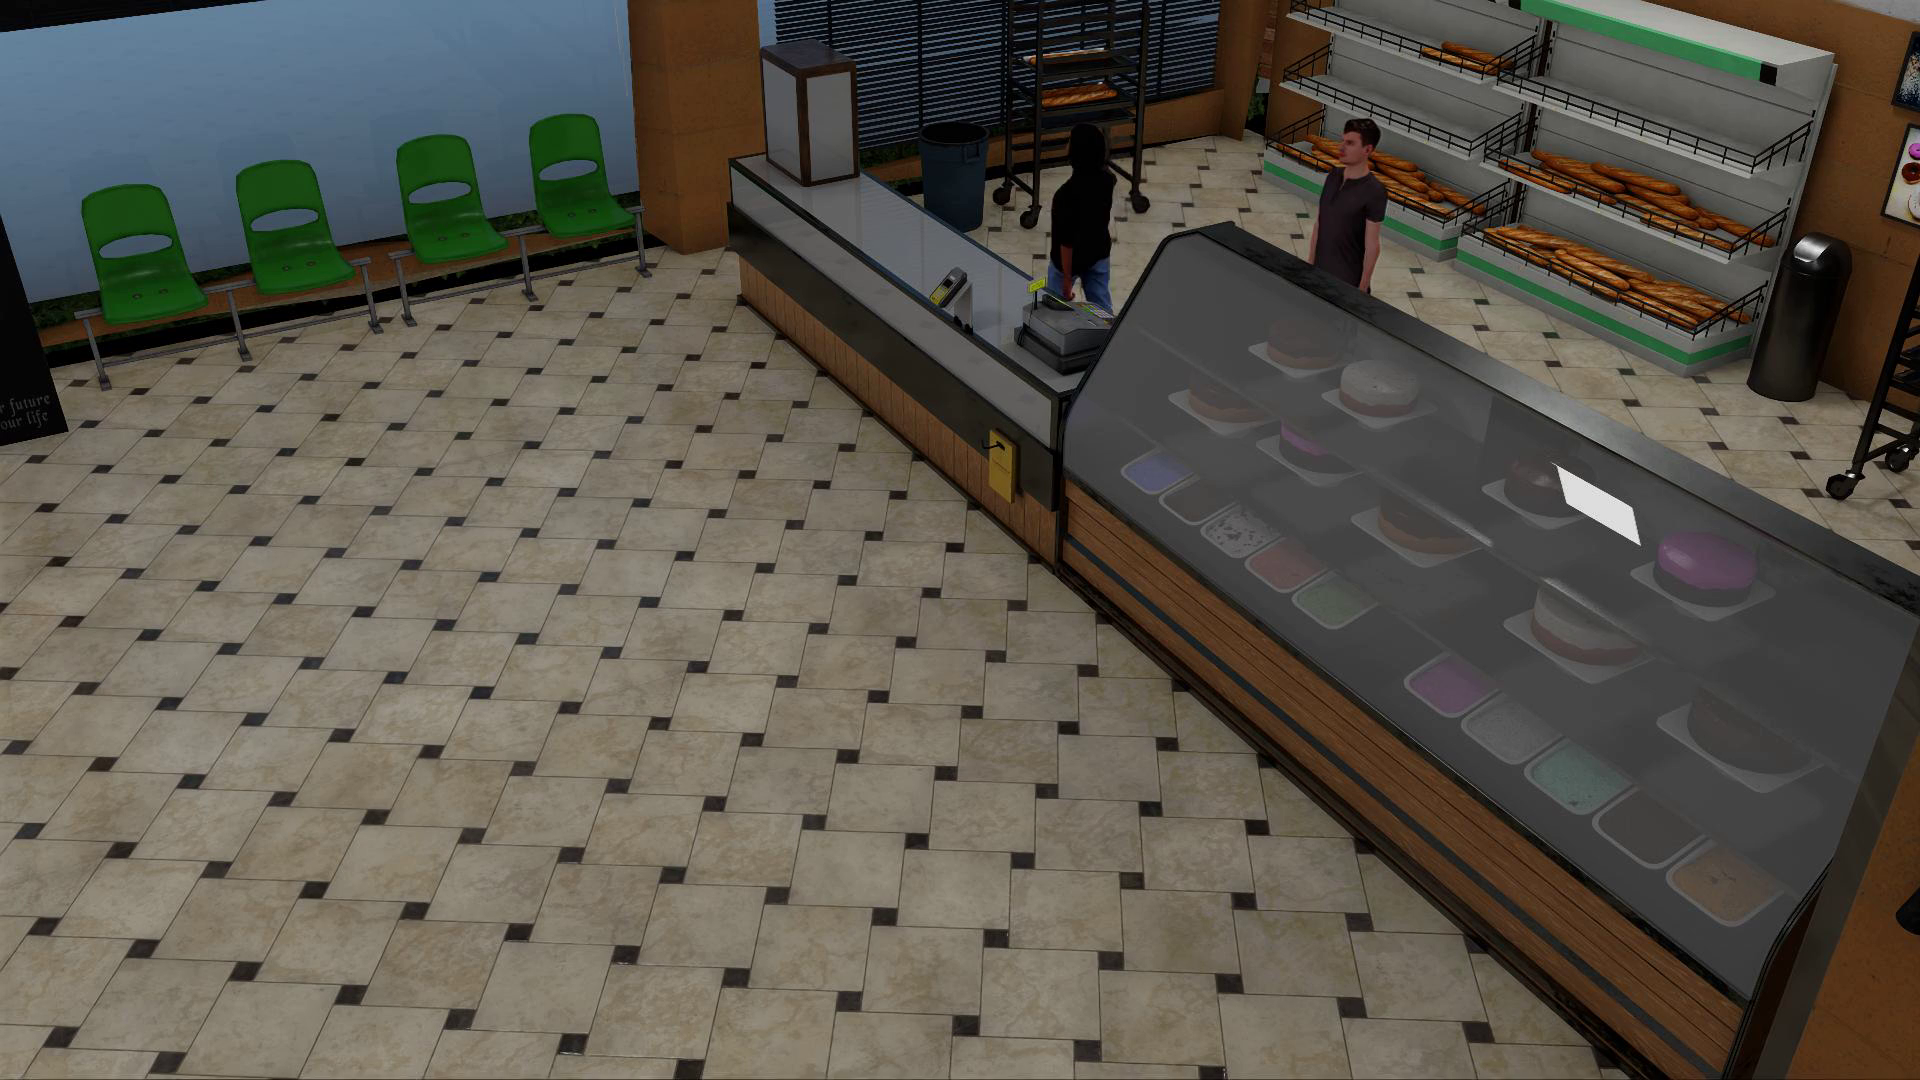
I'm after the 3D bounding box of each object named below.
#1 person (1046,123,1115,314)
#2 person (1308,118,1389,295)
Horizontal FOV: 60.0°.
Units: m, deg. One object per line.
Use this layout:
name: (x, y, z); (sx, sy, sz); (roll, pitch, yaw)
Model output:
person: (0.773, -1.547, 9.658); (1.109, 1.662, 0.702); (-20, 37, -29)
person: (2.143, -1.460, 9.337); (0.525, 1.853, 0.632); (-17, 36, -25)
